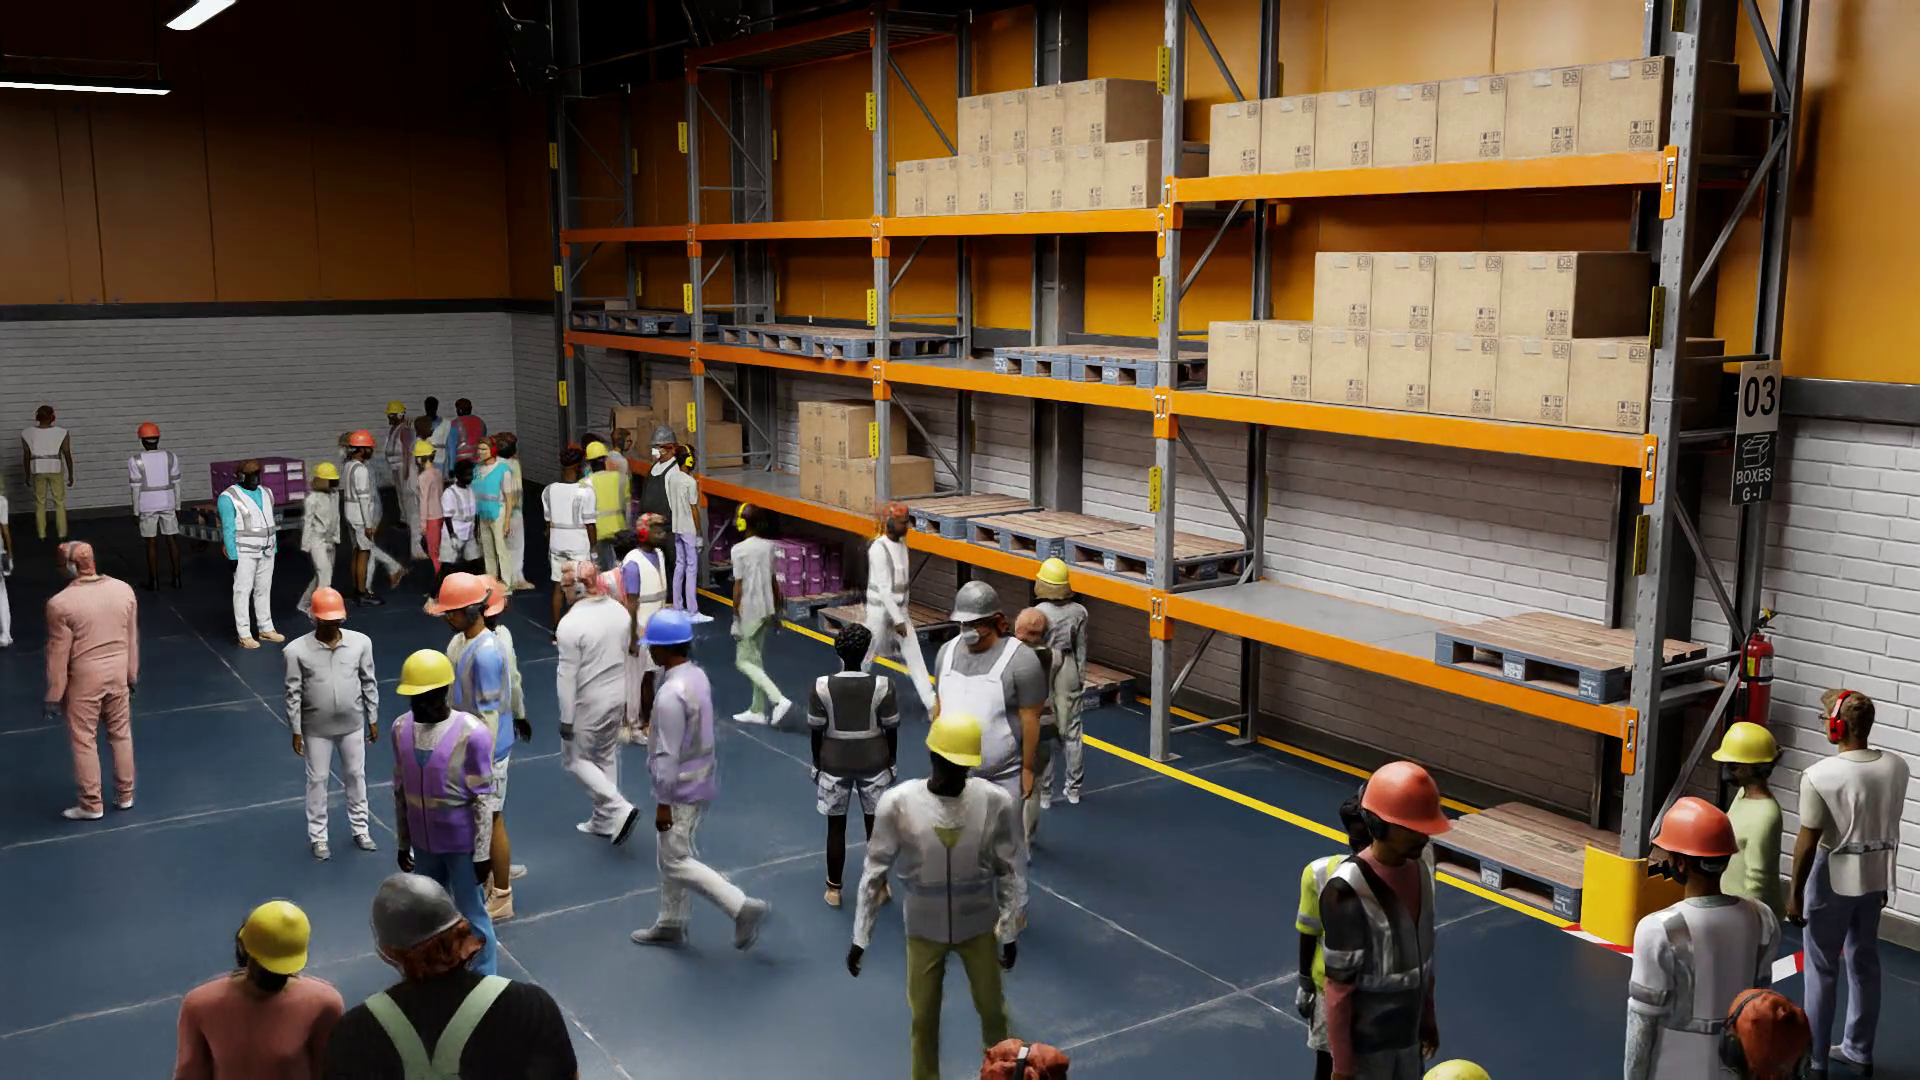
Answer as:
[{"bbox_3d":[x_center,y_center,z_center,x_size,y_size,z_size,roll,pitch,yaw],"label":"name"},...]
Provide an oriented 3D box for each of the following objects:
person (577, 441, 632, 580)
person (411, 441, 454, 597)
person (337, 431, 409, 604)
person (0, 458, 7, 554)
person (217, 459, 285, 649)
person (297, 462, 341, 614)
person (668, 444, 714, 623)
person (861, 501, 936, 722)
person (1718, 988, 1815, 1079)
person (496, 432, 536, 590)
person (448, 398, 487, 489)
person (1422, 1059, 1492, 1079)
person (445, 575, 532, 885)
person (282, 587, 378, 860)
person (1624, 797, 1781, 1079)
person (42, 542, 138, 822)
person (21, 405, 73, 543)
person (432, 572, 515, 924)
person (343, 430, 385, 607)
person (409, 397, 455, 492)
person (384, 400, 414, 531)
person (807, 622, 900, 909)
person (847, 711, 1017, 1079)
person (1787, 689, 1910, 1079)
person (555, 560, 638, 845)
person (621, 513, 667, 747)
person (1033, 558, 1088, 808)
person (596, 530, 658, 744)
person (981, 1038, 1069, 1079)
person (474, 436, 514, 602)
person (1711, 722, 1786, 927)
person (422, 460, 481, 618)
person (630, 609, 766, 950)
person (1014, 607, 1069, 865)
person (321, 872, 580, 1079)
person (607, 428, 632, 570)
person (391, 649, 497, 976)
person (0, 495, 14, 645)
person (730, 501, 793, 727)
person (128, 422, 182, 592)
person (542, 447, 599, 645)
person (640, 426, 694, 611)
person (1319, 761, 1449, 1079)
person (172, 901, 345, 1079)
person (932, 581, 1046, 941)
[{"bbox_3d":[-3.702,-0.093,17.467,0.608,1.884,0.937,-4,11,-24],"label":"person"},{"bbox_3d":[-5.937,-0.238,18.671,0.381,1.754,0.538,1,10,4],"label":"person"},{"bbox_3d":[-6.518,-0.274,18.424,0.699,1.915,0.656,-9,13,-42],"label":"person"},{"bbox_3d":[-12.358,-0.582,21.027,0.501,1.632,0.280,-3,10,-17],"label":"person"},{"bbox_3d":[-6.911,0.125,16.272,0.429,1.844,0.627,4,10,23],"label":"person"},{"bbox_3d":[-6.697,0.021,17.300,0.683,1.703,0.508,2,10,13],"label":"person"},{"bbox_3d":[-2.830,-0.068,17.310,0.328,1.875,0.513,-9,13,-44],"label":"person"},{"bbox_3d":[-0.543,0.594,13.550,1.061,1.824,0.576,5,11,26],"label":"person"},{"bbox_3d":[2.146,2.144,4.476,0.584,1.849,0.695,-1,10,-4],"label":"person"},{"bbox_3d":[-5.207,-0.322,19.001,0.647,1.814,0.683,5,11,27],"label":"person"},{"bbox_3d":[-6.915,-1.070,23.322,0.430,1.836,0.642,6,11,31],"label":"person"},{"bbox_3d":[1.263,2.202,4.390,0.329,1.737,0.486,-5,11,-25],"label":"person"},{"bbox_3d":[-2.809,1.150,9.908,0.447,1.970,0.787,2,10,11],"label":"person"},{"bbox_3d":[-3.964,1.150,10.536,0.566,1.744,0.350,-6,12,-33],"label":"person"},{"bbox_3d":[2.569,1.853,5.882,0.547,1.929,0.386,-2,10,-12],"label":"person"},{"bbox_3d":[-5.892,0.951,11.281,0.402,1.897,0.691,5,11,27],"label":"person"},{"bbox_3d":[-12.144,-0.872,22.164,0.573,1.831,0.407,-4,10,-22],"label":"person"},{"bbox_3d":[-2.767,1.185,9.521,0.407,2.029,0.609,-4,11,-23],"label":"person"},{"bbox_3d":[-6.501,-0.236,18.138,0.388,1.930,0.544,-6,12,-33],"label":"person"},{"bbox_3d":[-7.244,-1.018,22.812,0.622,1.892,0.594,-3,10,-15],"label":"person"},{"bbox_3d":[-7.787,-1.039,23.158,0.403,1.824,0.593,-6,12,-33],"label":"person"},{"bbox_3d":[-0.615,1.317,9.694,0.540,1.696,0.315,0,10,-2],"label":"person"},{"bbox_3d":[-0.093,1.640,7.144,0.792,1.926,0.540,0,10,-2],"label":"person"},{"bbox_3d":[4.068,1.598,7.645,0.560,1.836,0.393,-3,10,-16],"label":"person"},{"bbox_3d":[-2.319,1.054,10.696,0.570,1.885,0.670,5,11,28],"label":"person"},{"bbox_3d":[-2.464,0.695,12.979,0.420,1.829,0.592,2,10,12],"label":"person"},{"bbox_3d":[0.650,0.984,11.507,0.485,1.746,0.289,-4,11,-24],"label":"person"},{"bbox_3d":[-2.582,0.763,12.981,0.567,1.685,0.332,-6,11,-30],"label":"person"},{"bbox_3d":[0.145,2.156,4.218,0.341,1.883,0.587,1,10,5],"label":"person"},{"bbox_3d":[-5.129,-0.228,18.325,0.563,1.848,0.390,7,12,35],"label":"person"},{"bbox_3d":[3.496,1.672,7.444,0.344,1.759,0.527,3,10,18],"label":"person"},{"bbox_3d":[-5.358,-0.020,17.696,0.464,1.649,0.720,4,10,21],"label":"person"},{"bbox_3d":[-1.442,1.321,8.998,0.726,1.930,0.630,1,10,4],"label":"person"},{"bbox_3d":[0.402,1.214,10.540,0.515,1.617,0.576,-3,10,-16],"label":"person"},{"bbox_3d":[-1.521,1.922,5.138,0.712,2.000,1.025,-1,10,-5],"label":"person"},{"bbox_3d":[-3.945,-0.388,19.313,0.357,1.835,0.516,-7,12,-35],"label":"person"},{"bbox_3d":[-2.546,1.467,8.186,0.585,1.918,0.398,4,10,22],"label":"person"},{"bbox_3d":[-9.441,0.169,16.034,0.530,1.842,0.775,-6,12,-33],"label":"person"},{"bbox_3d":[-1.609,0.614,13.383,0.589,1.850,0.551,6,11,31],"label":"person"},{"bbox_3d":[-9.163,-0.382,18.959,0.544,1.939,0.353,-9,13,-41],"label":"person"},{"bbox_3d":[-3.792,0.069,16.274,0.603,1.957,0.385,4,10,23],"label":"person"},{"bbox_3d":[-3.112,-0.193,17.551,0.535,2.000,0.688,-7,12,-36],"label":"person"},{"bbox_3d":[1.556,1.775,6.042,0.617,2.029,0.409,-9,13,-42],"label":"person"},{"bbox_3d":[-2.345,1.992,5.671,0.550,1.710,0.824,-1,10,-8],"label":"person"},{"bbox_3d":[0.110,1.214,9.290,0.687,2.000,0.536,6,11,32],"label":"person"}]
